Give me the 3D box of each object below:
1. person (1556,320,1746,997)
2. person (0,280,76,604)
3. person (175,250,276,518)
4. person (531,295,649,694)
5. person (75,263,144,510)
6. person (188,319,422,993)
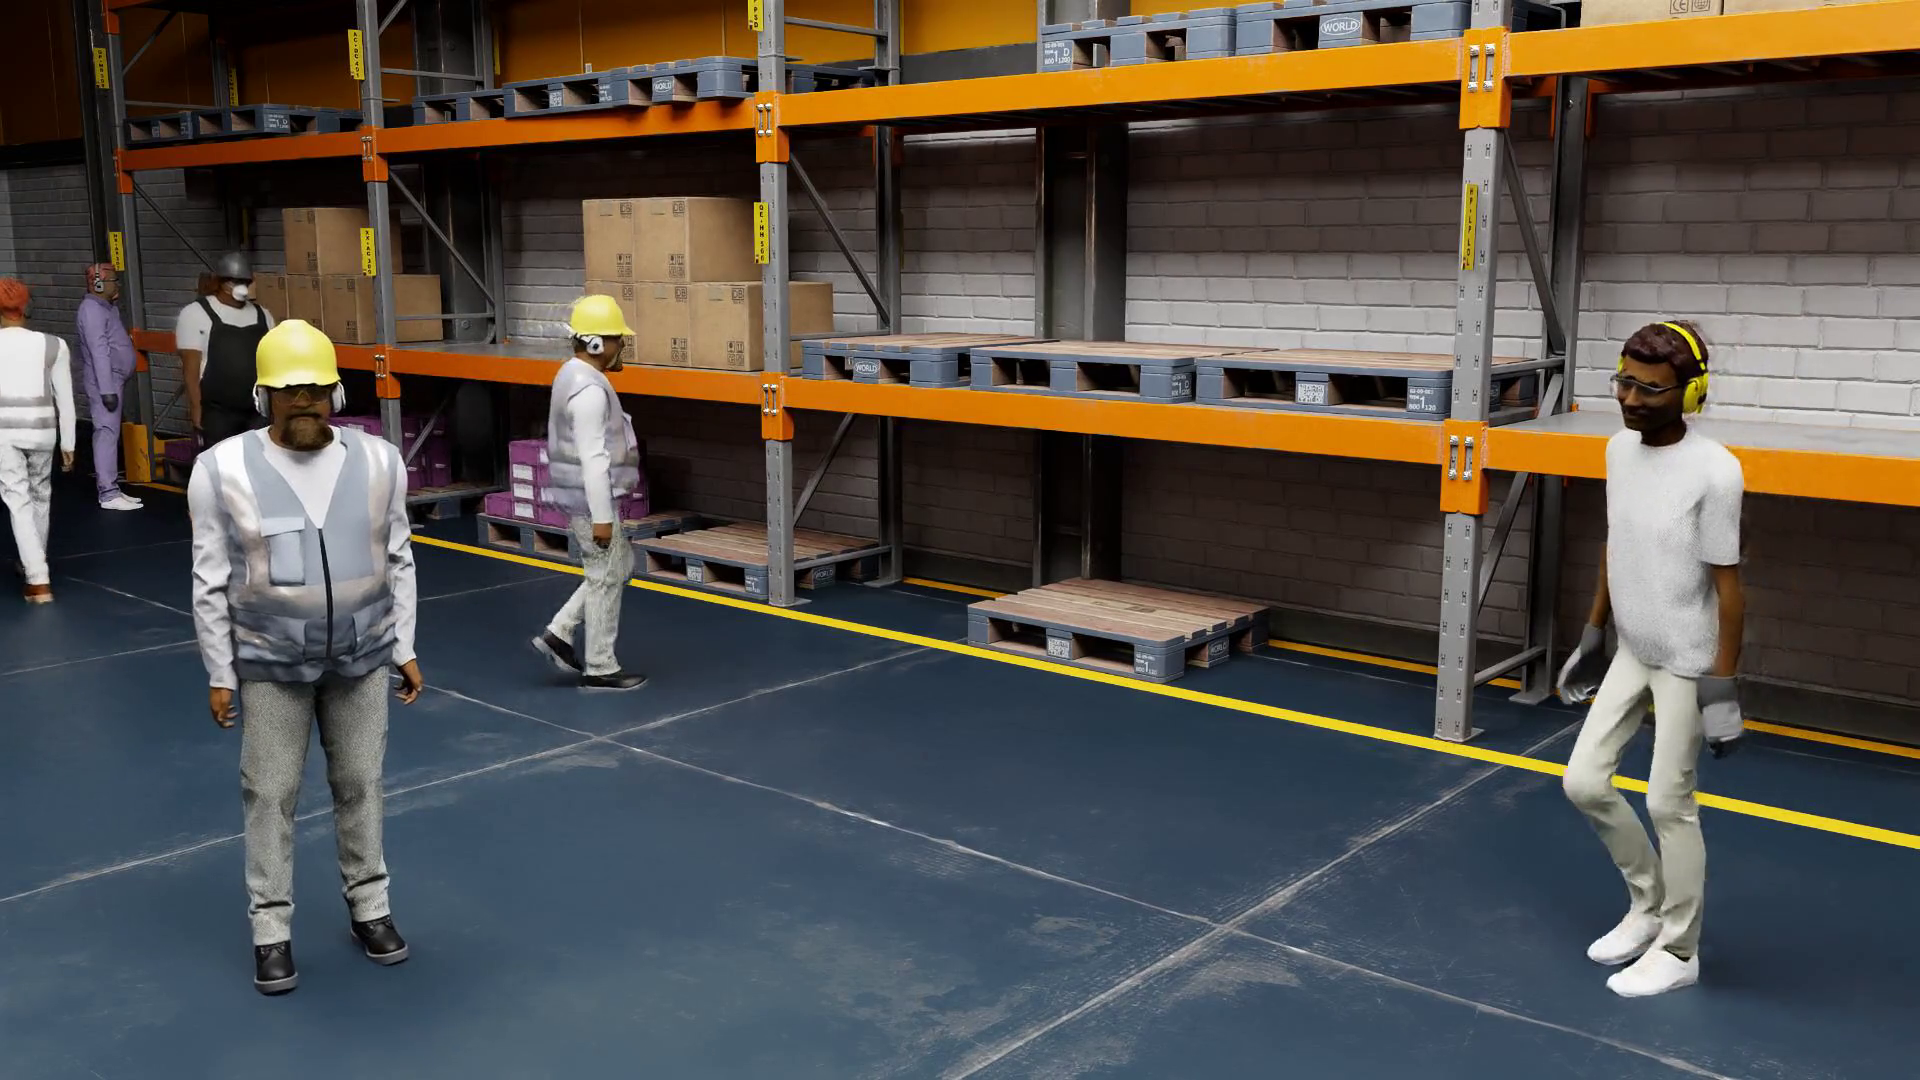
[{"bbox_3d":[1.868,0.342,4.416,0.443,1.835,0.530,-2,10,-13],"label":"person"},{"bbox_3d":[-5.476,-0.578,9.664,0.593,1.835,0.972,-9,13,-41],"label":"person"},{"bbox_3d":[-5.034,-1.004,11.499,0.740,2.000,0.691,9,13,41],"label":"person"},{"bbox_3d":[-1.656,-0.193,7.512,0.440,1.814,0.617,-3,10,-17],"label":"person"},{"bbox_3d":[-6.605,-1.188,12.928,0.403,1.910,0.637,-5,11,-25],"label":"person"},{"bbox_3d":[-1.779,0.312,4.594,0.592,1.832,0.404,-7,12,-34],"label":"person"}]
